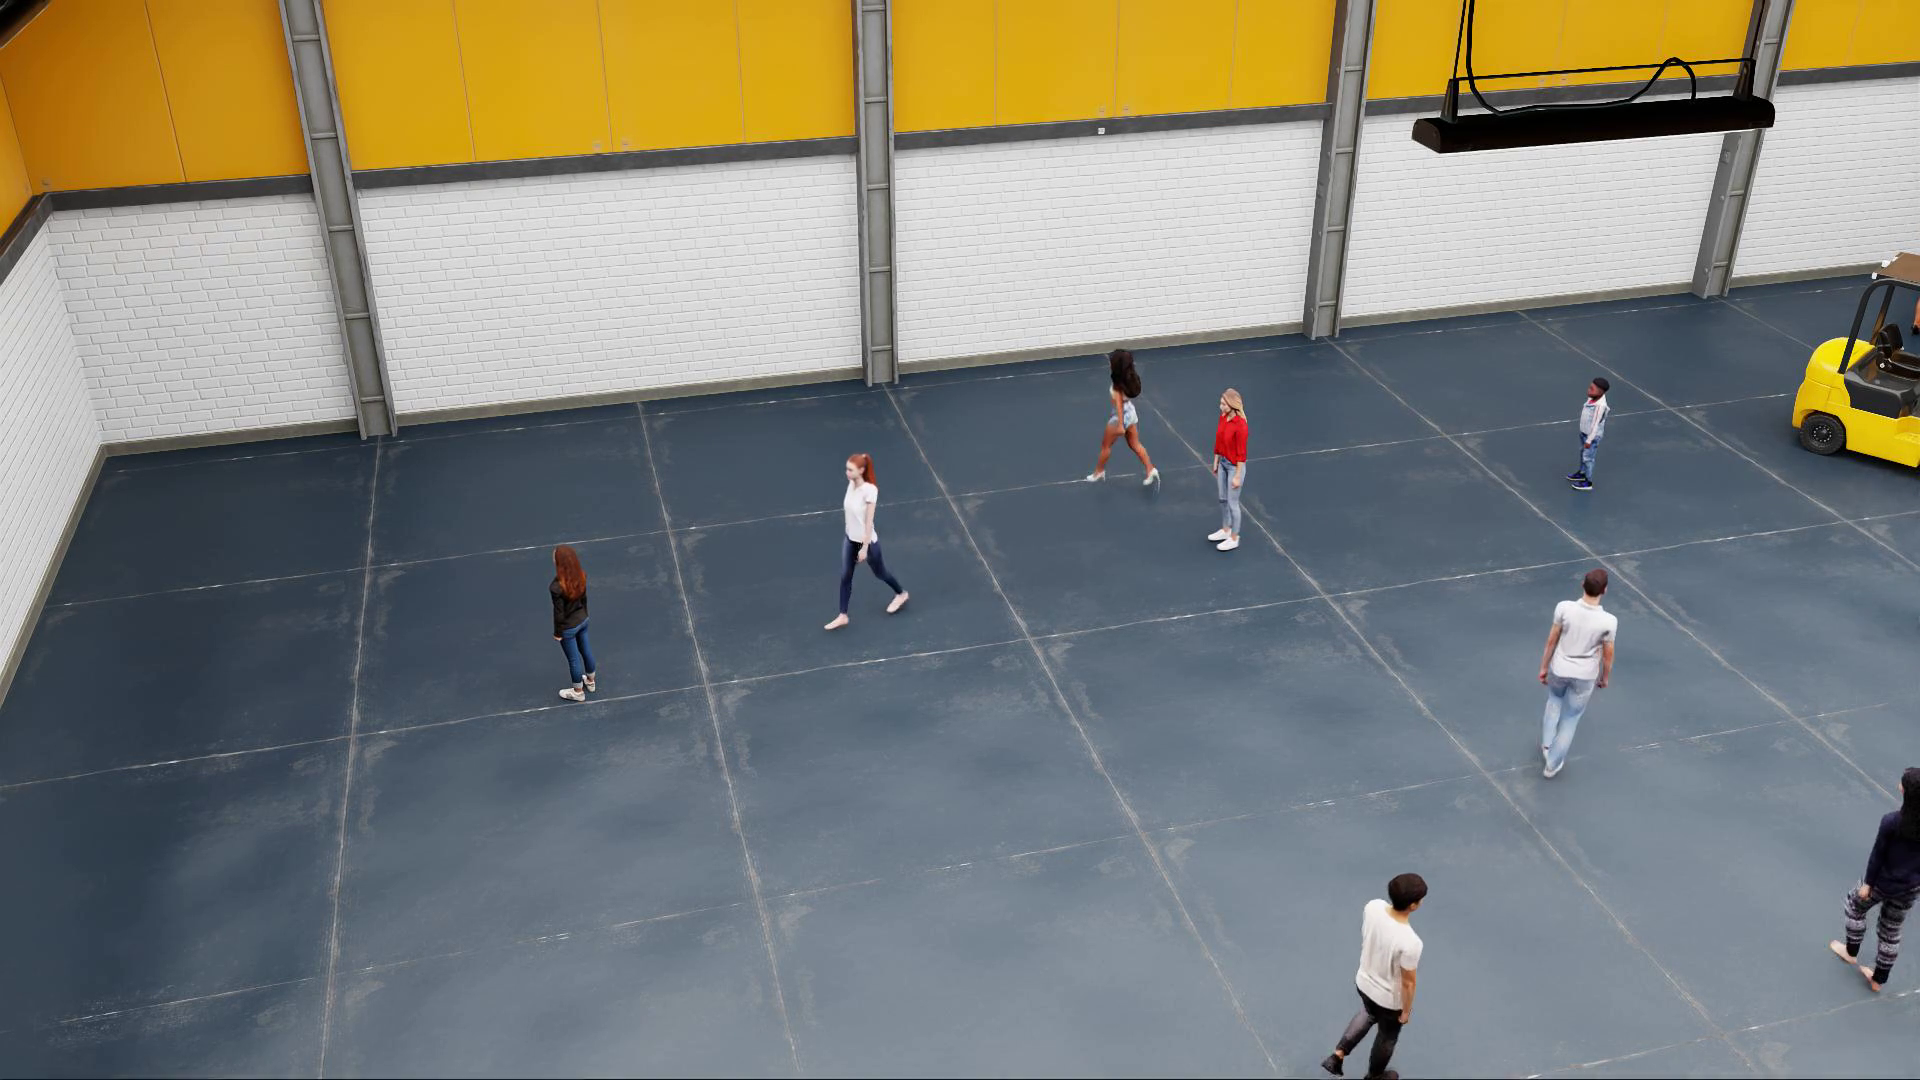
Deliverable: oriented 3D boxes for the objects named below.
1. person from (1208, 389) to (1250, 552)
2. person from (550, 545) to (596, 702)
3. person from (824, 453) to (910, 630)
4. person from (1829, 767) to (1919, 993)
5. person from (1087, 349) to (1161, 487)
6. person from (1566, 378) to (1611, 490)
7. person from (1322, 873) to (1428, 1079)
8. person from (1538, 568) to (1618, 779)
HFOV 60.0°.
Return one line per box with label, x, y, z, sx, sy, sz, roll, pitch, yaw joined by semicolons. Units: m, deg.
person;2.722;-0.722;16.687;0.590;1.700;0.661;-13;31;-23
person;-3.331;0.699;14.308;0.692;1.483;0.639;14;32;24
person;-0.812;-0.002;15.366;1.197;1.702;0.908;-23;36;-35
person;6.274;2.318;11.100;0.706;1.713;0.761;-2;29;-4
person;1.821;-1.256;17.785;1.109;1.585;0.946;10;30;18
person;6.835;-1.174;17.978;0.572;1.258;0.540;3;29;6
person;2.558;2.764;10.286;0.831;1.710;0.723;-14;31;-24
person;4.844;1.107;13.196;0.842;1.831;0.900;17;33;28
